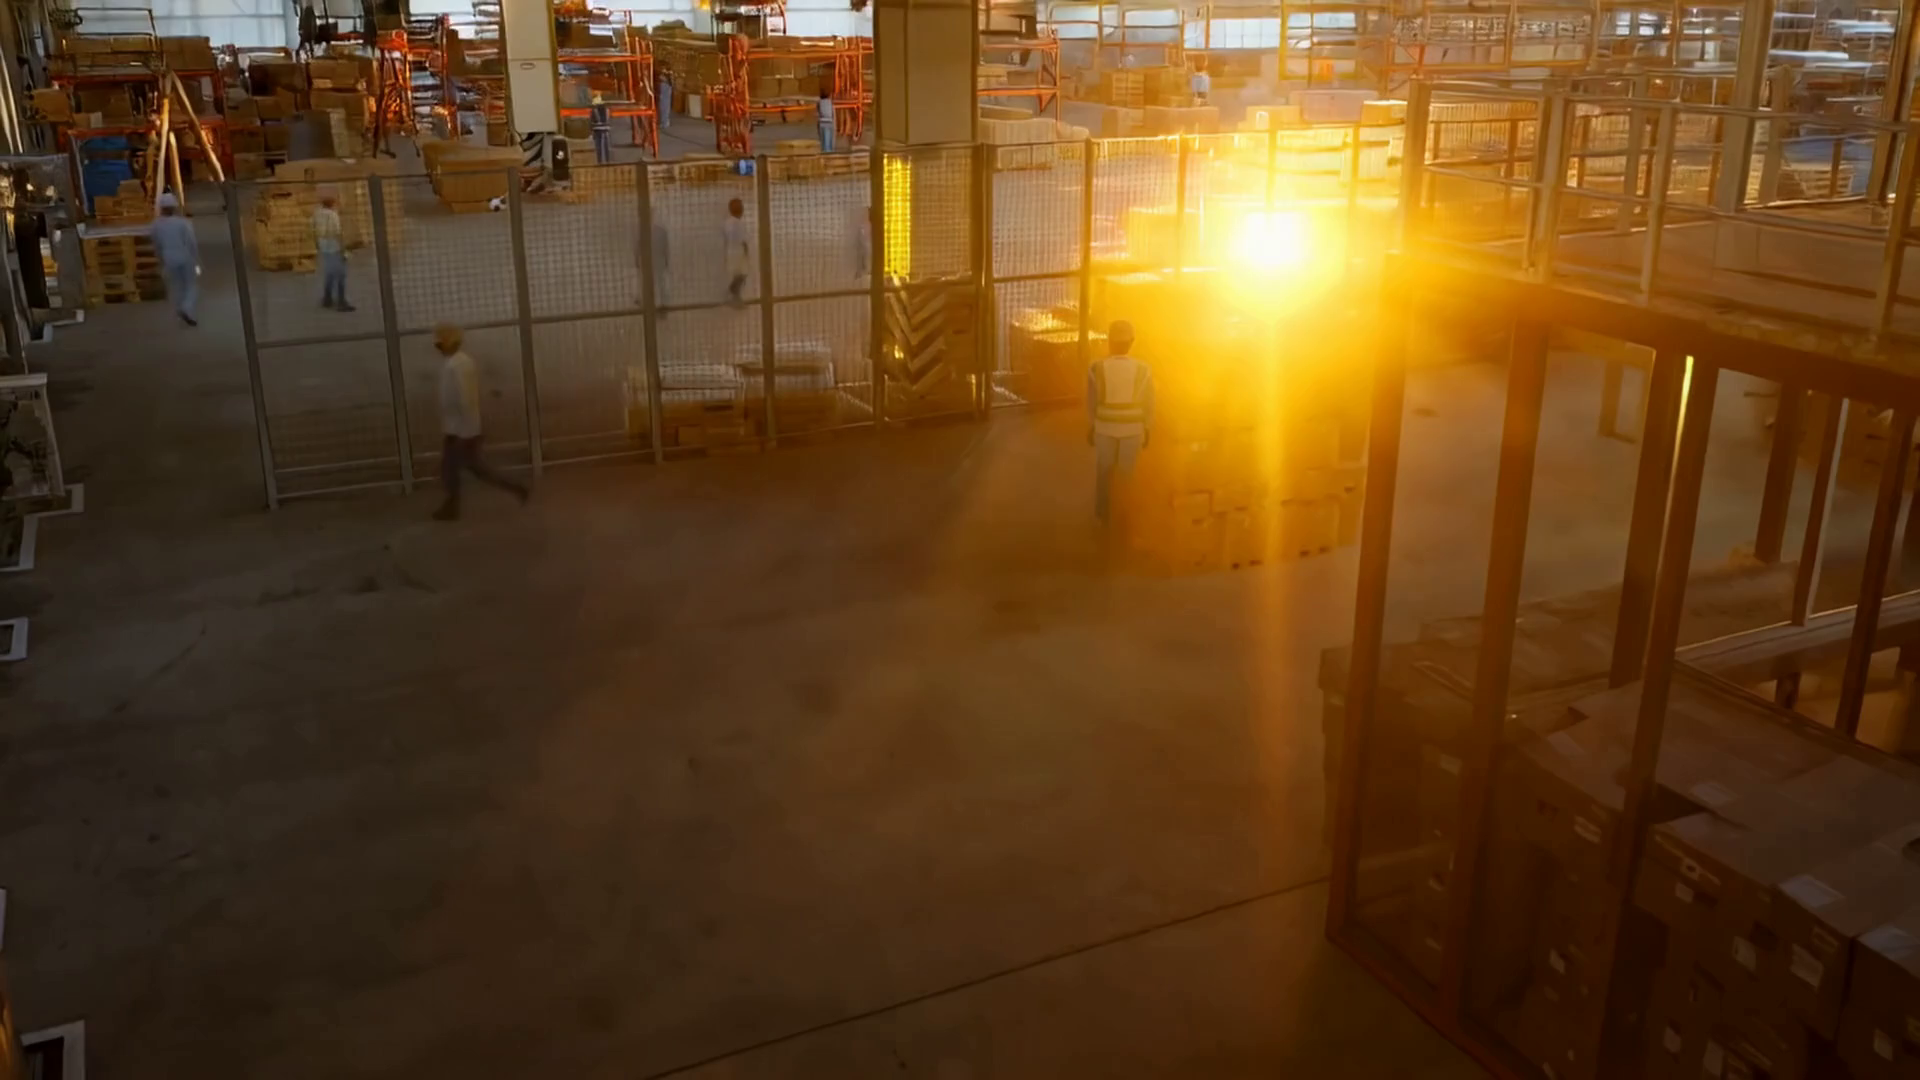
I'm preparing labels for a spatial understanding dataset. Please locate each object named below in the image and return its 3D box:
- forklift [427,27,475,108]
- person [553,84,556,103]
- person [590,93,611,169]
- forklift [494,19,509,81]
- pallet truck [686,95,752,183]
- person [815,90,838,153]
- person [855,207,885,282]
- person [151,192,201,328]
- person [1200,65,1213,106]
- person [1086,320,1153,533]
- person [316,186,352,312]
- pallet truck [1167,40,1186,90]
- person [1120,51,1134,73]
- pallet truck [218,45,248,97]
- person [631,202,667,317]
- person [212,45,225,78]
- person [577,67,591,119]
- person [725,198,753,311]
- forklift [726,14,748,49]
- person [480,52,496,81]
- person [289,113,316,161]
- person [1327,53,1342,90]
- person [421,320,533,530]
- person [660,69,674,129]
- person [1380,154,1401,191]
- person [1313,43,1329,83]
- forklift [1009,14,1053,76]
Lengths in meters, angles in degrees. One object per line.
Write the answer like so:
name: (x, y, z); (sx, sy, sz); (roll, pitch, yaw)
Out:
forklift: (-18.424, -17.180, 60.473); (1.873, 2.768, 1.129); (-9, 21, -25)
person: (-12.590, -13.418, 51.022); (0.418, 1.916, 0.680); (-7, 20, -19)
person: (-9.136, -10.376, 42.250); (0.573, 1.886, 0.353); (-17, 26, -41)
forklift: (-19.135, -20.565, 70.286); (1.129, 2.768, 1.873); (13, 23, 33)
pallet truck: (-5.836, -9.608, 39.856); (0.823, 1.965, 1.885); (10, 22, 27)
person: (-3.544, -10.942, 43.957); (0.619, 1.845, 0.430); (-7, 20, -18)
person: (-1.119, -3.775, 23.264); (0.650, 1.788, 0.976); (13, 23, 33)
person: (-11.084, -3.959, 23.596); (0.609, 1.915, 0.416); (0, 19, 0)
person: (7.831, -14.173, 53.181); (0.372, 1.935, 0.551); (-10, 21, -27)
person: (1.435, -1.016, 15.021); (0.602, 1.949, 0.395); (2, 19, 6)
person: (-9.366, -4.347, 24.788); (0.374, 1.878, 0.635); (-10, 22, -27)
pallet truck: (9.045, -19.971, 69.895); (0.823, 1.965, 1.885); (-3, 19, -8)
person: (6.842, -19.138, 67.983); (0.540, 1.667, 0.804); (-3, 19, -10)
pallet truck: (-28.879, -18.665, 66.111); (0.823, 1.965, 1.885); (-3, 19, -9)
person: (-4.586, -4.191, 24.587); (0.559, 1.703, 0.944); (-10, 22, -28)
person: (-30.024, -19.035, 67.304); (0.570, 1.917, 0.543); (7, 20, 20)
person: (-12.727, -15.100, 56.205); (0.481, 1.713, 0.829); (-16, 25, -39)
person: (-3.311, -4.241, 24.750); (0.385, 1.683, 0.544); (-12, 22, -31)
forklift: (-10.469, -23.328, 78.292); (1.129, 2.768, 1.873); (8, 20, 21)
person: (-17.716, -17.425, 62.657); (0.635, 1.912, 0.867); (-16, 25, -39)
person: (-14.244, -8.251, 36.019); (0.599, 1.924, 0.894); (11, 22, 30)
person: (13.943, -17.087, 61.680); (0.630, 1.895, 1.034); (-11, 22, -28)
person: (-4.448, -1.036, 15.071); (0.969, 1.963, 0.621); (0, 19, -1)
person: (-9.346, -14.030, 52.925); (0.336, 1.840, 0.508); (2, 19, 5)
person: (7.513, -5.850, 29.222); (0.554, 1.824, 0.947); (-6, 20, -16)
person: (15.235, -19.965, 70.039); (0.982, 1.908, 0.627); (-5, 20, -13)
forklift: (3.358, -23.287, 78.174); (1.873, 2.768, 1.129); (6, 20, 17)
